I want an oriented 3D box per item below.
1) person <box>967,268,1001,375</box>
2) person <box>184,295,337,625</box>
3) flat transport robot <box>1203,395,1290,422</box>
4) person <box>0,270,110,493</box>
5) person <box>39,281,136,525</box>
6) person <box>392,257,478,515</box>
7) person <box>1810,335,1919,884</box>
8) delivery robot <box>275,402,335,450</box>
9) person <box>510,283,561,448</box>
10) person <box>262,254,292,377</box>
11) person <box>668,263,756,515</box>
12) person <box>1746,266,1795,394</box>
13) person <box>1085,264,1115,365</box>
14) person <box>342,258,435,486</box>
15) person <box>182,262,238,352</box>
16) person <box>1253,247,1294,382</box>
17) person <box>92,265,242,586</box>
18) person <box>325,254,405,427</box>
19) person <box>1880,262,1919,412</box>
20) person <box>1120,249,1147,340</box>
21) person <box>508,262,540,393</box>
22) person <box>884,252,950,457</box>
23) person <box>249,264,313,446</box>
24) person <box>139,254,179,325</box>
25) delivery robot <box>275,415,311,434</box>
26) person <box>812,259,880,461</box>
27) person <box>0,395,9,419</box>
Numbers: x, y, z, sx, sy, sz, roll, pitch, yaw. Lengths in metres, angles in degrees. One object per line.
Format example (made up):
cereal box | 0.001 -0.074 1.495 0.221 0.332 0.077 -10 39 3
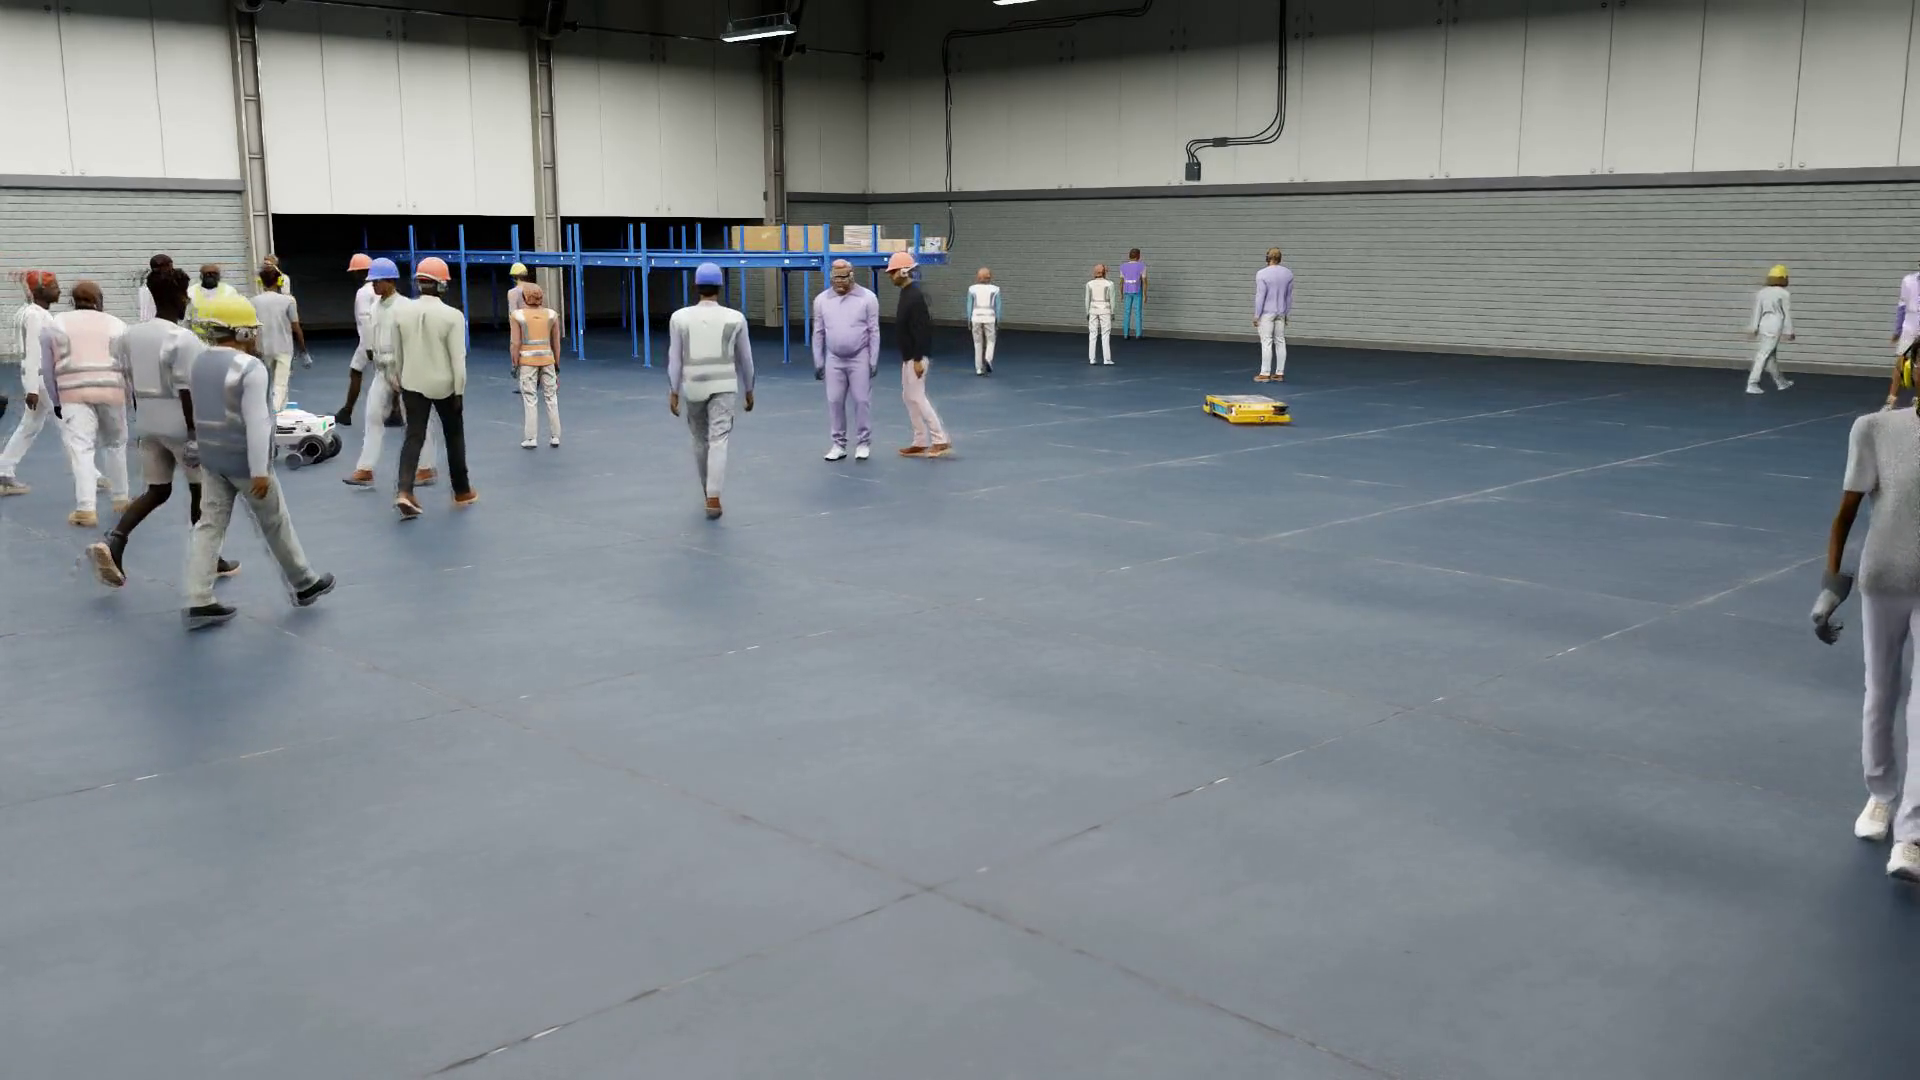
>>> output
person | 0.360 -3.305 25.195 0.519 1.627 0.407 1 10 8
person | -3.962 -0.457 9.222 0.618 1.780 0.917 5 12 26
flat transport robot | 3.325 -1.541 19.375 0.652 0.197 1.431 -1 10 -5
person | -7.543 -1.292 13.643 0.978 1.842 0.608 -5 12 -25
person | -6.509 -1.042 12.506 0.652 1.774 0.869 -7 12 -33
person | -4.062 -1.179 12.717 0.619 1.958 0.995 1 10 7
person | 3.153 0.199 5.539 0.537 1.827 0.964 7 12 33
delivery robot | -6.293 -1.056 15.699 0.707 0.478 0.477 -1 10 -5
person | -4.234 -1.742 16.619 0.520 1.639 0.312 -7 12 -34
person | -10.181 -3.340 24.825 0.528 1.834 0.411 3 11 15
person | -1.902 -1.174 12.834 0.644 1.888 1.019 0 10 -1
person | 10.979 -2.824 22.359 0.915 1.689 0.499 -4 11 -19
person | 2.294 -3.679 27.189 0.513 1.637 0.313 5 12 26
person | -4.818 -1.380 13.894 0.615 1.910 0.904 7 12 32
person | -8.857 -2.399 19.758 0.668 1.810 0.721 -4 11 -21
person | 4.519 -3.260 24.080 0.635 1.938 0.359 -5 12 -27
person | -4.818 -0.676 10.006 0.621 1.939 0.843 5 12 27
person | -6.634 -2.199 18.420 0.923 1.899 0.550 1 10 8
person | 11.126 -2.422 19.383 0.863 1.985 0.693 -8 13 -37
person | 3.535 -5.013 33.916 0.569 1.835 0.398 5 11 24
person | -5.803 -2.824 22.225 0.554 1.752 0.530 5 12 27
person | -0.439 -1.762 15.900 0.570 1.958 0.647 -2 11 -10
person | -6.964 -1.889 16.936 0.532 1.827 0.971 2 11 10
person | -8.390 -2.035 17.482 0.588 1.912 0.377 8 13 37
delivery robot | -6.321 -1.095 15.206 0.698 0.223 0.335 -3 11 -17
person | -1.082 -1.690 15.674 0.667 1.886 0.401 3 11 14
person | -11.033 -2.193 18.342 0.548 1.916 0.796 5 12 26
